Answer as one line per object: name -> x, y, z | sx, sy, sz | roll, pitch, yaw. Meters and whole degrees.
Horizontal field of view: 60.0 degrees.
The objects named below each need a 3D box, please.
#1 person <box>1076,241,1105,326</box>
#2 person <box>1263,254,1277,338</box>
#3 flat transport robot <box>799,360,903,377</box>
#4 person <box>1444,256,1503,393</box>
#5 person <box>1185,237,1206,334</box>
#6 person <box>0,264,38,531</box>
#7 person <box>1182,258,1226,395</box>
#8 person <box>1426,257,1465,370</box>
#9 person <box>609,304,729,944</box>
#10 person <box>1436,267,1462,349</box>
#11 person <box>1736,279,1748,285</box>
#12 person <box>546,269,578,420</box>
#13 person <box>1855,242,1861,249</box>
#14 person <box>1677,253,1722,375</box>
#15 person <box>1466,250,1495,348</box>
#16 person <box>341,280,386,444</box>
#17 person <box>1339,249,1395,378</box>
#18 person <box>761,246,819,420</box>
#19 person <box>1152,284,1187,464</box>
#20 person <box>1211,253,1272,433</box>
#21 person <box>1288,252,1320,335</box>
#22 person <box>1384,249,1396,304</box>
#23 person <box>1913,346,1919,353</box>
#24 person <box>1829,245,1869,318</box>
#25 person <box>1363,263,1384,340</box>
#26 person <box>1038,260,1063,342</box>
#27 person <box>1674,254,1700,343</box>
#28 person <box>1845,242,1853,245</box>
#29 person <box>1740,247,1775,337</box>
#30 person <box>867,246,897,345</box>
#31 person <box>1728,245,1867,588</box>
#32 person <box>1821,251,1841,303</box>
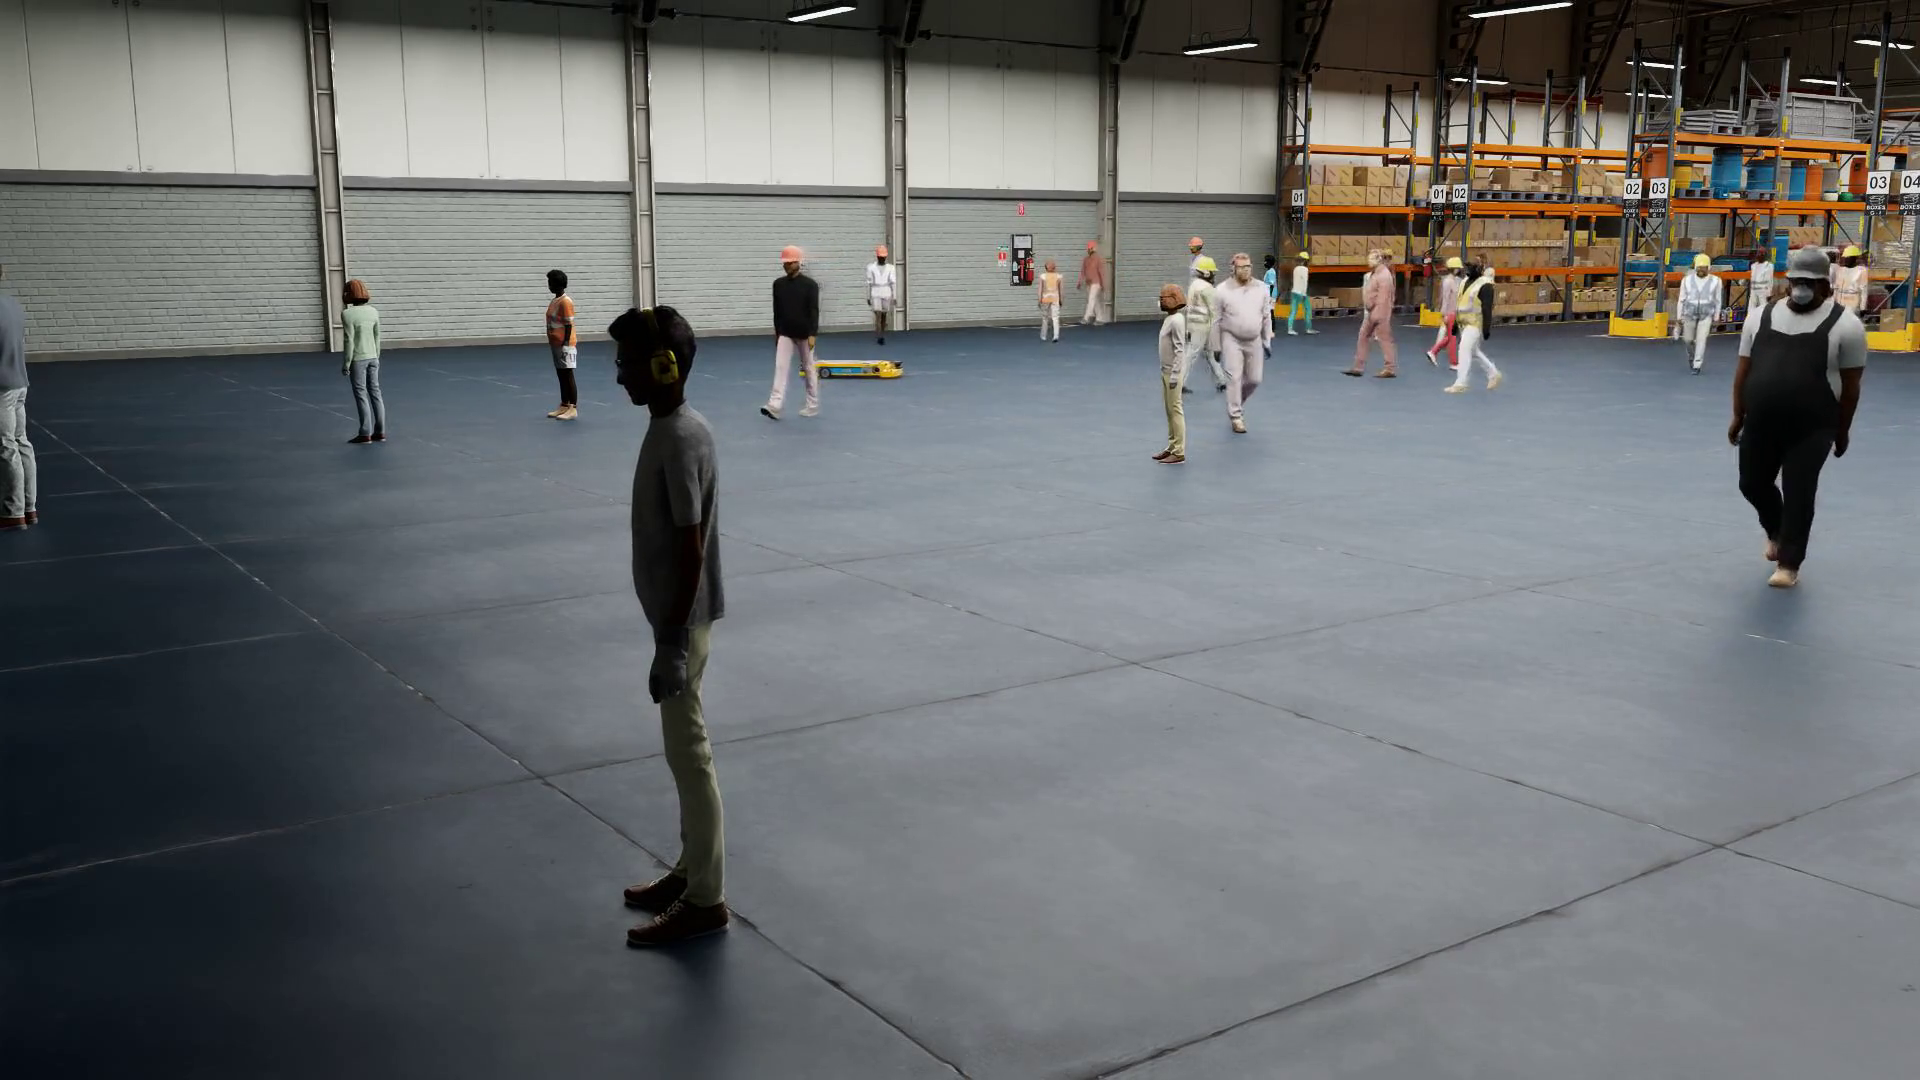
person -> 3.003, -5.927, 38.497 | 0.992, 1.941, 0.626 | -8, 13, -36
person -> 6.298, -4.955, 33.865 | 0.317, 1.695, 0.540 | 1, 10, 8
flat transport robot -> -1.601, -2.523, 24.442 | 1.431, 0.197, 0.652 | 1, 10, 7
person -> 6.870, -2.861, 22.087 | 0.844, 1.813, 0.623 | -2, 10, -10
person -> 4.953, -5.330, 34.968 | 0.372, 2.042, 0.615 | -2, 11, -13
person -> -6.757, -1.029, 11.682 | 0.372, 1.940, 0.629 | -2, 10, -10
person -> 3.215, -2.781, 21.720 | 0.947, 1.780, 0.585 | -1, 10, -5
person -> 7.583, -3.503, 25.762 | 0.655, 1.752, 0.541 | 6, 12, 32
person -> -0.854, 0.249, 4.881 | 0.329, 1.865, 0.508 | -2, 11, -11
person -> 9.109, -4.309, 30.607 | 0.822, 1.587, 0.515 | -4, 11, -22
person -> 22.938, -7.701, 48.498 | 0.828, 1.857, 0.578 | 0, 10, 0
person -> -4.499, -2.201, 18.775 | 0.318, 1.696, 0.532 | -6, 12, -30
person -> 23.586, -6.903, 43.937 | 0.554, 1.918, 0.562 | -1, 10, -8
person -> 11.136, -3.406, 25.065 | 0.595, 1.812, 0.650 | 6, 12, 29
person -> 9.448, -4.365, 30.331 | 0.545, 1.813, 0.776 | 5, 11, 24
person -> -5.983, -1.779, 16.625 | 0.268, 1.632, 0.507 | 4, 11, 20
person -> 6.000, -3.300, 24.333 | 0.889, 1.868, 0.658 | 0, 10, -3
person -> -1.891, -2.322, 18.745 | 0.649, 1.939, 1.006 | 5, 11, 23
person -> 1.921, -1.510, 15.150 | 0.264, 1.632, 0.508 | -1, 10, -3
person -> 2.973, -2.096, 17.659 | 0.659, 1.891, 0.642 | -2, 11, -10
person -> 7.230, -5.167, 34.920 | 0.781, 1.727, 0.547 | -4, 11, -21
person -> 10.455, -6.259, 40.836 | 0.460, 1.755, 0.540 | -7, 13, -34
person -> 17.321, -4.203, 29.437 | 0.837, 1.798, 0.728 | -2, 11, -10
person -> 14.573, -3.876, 27.368 | 0.508, 1.909, 0.596 | -2, 11, -10
person -> 8.230, -4.765, 33.049 | 0.512, 1.613, 0.678 | 5, 11, 25
person -> 1.777, -4.680, 32.631 | 0.527, 1.599, 0.870 | -2, 10, -9
person -> 14.180, -4.665, 32.190 | 0.579, 1.722, 0.494 | -4, 11, -22
person -> 24.690, -7.331, 46.312 | 0.927, 1.897, 0.580 | -9, 14, -42
person -> 16.443, -5.061, 34.032 | 0.806, 1.859, 0.584 | -4, 11, -20
person -> -1.488, -4.663, 31.784 | 0.557, 1.867, 1.068 | -1, 10, -8
person -> 4.988, -0.760, 9.926 | 0.719, 2.000, 0.691 | -10, 14, -44
person -> 16.099, -4.432, 30.716 | 0.627, 1.810, 0.865 | -9, 14, -41
